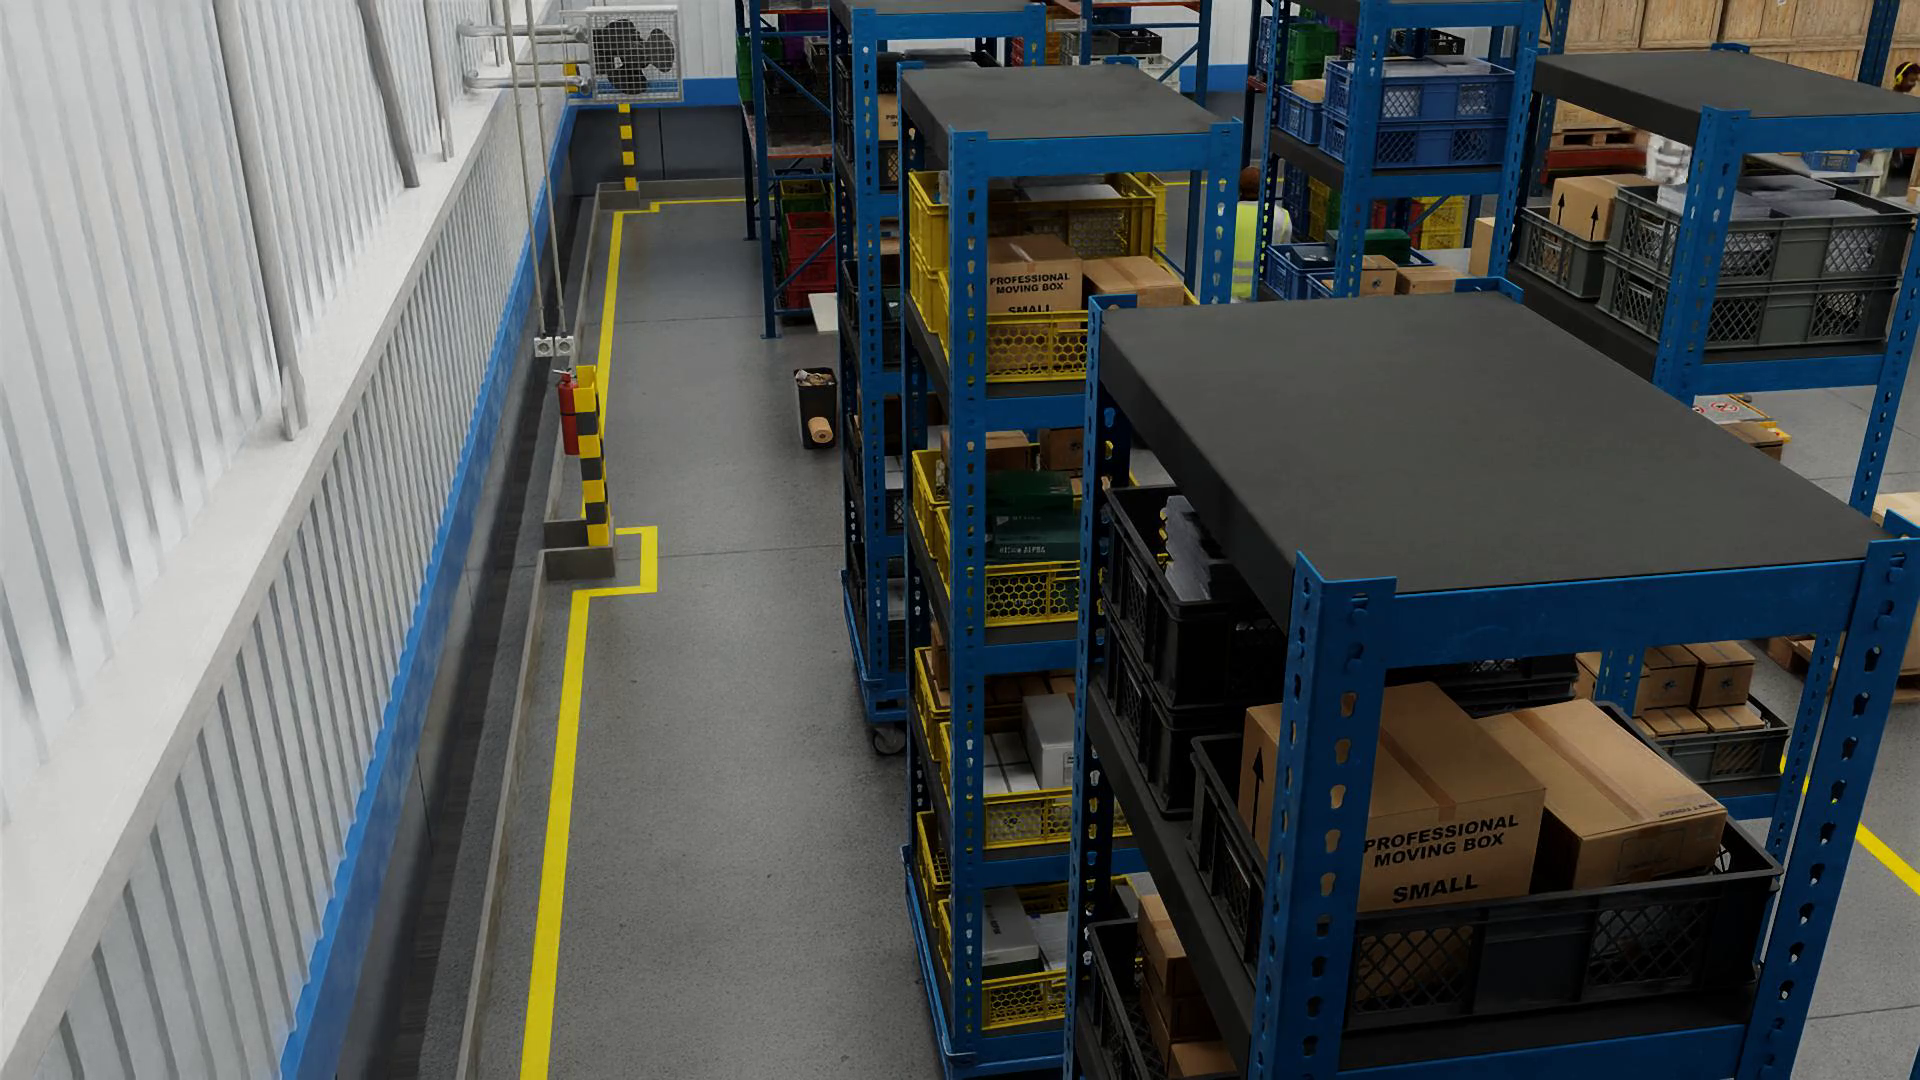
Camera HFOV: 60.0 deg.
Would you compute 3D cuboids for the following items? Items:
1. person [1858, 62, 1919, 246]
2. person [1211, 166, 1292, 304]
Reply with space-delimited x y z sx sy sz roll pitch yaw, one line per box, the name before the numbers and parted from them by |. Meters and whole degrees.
person | 9.444 -3.973 17.068 0.744 1.828 0.529 -19 31 -35
person | 2.136 -1.877 12.484 0.625 1.840 0.430 0 25 1
